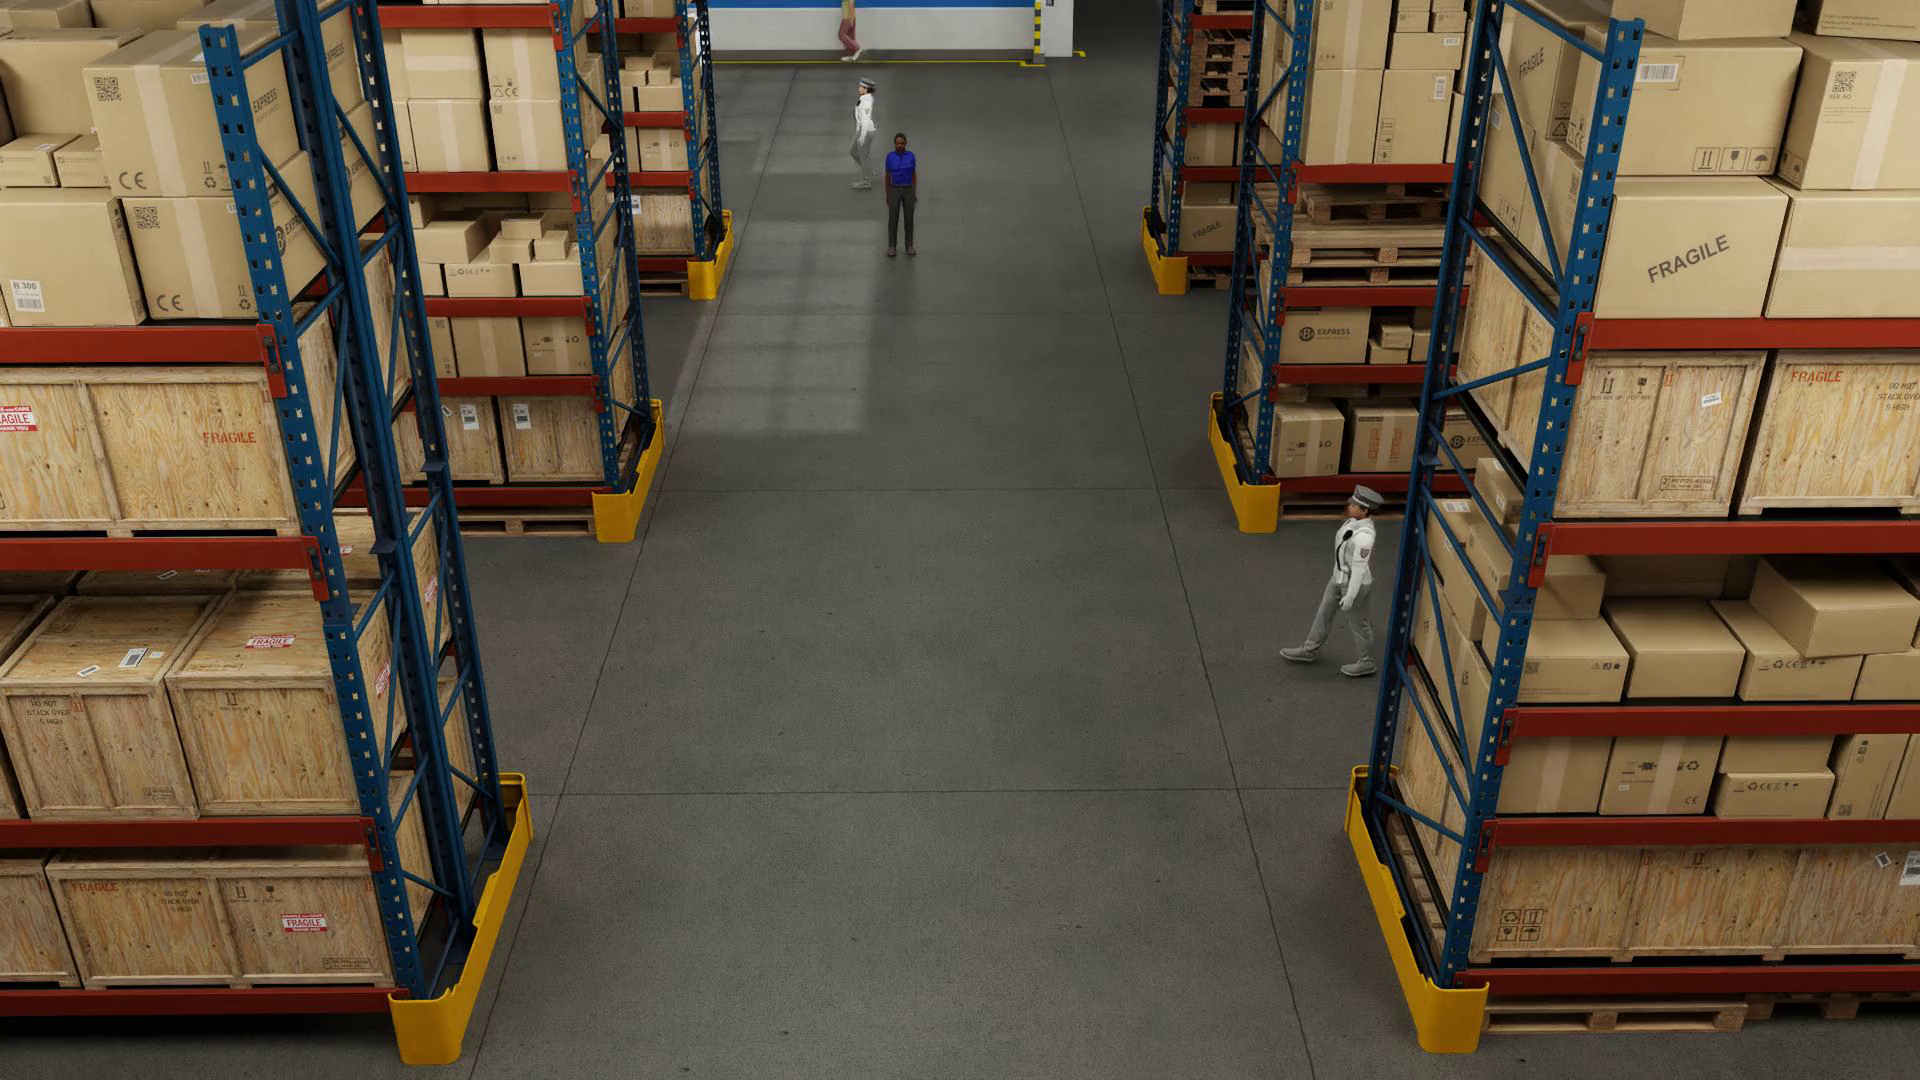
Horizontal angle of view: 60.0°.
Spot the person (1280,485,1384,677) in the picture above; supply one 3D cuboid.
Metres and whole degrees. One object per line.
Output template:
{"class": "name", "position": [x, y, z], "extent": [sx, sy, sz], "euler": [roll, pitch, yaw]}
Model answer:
{"class": "person", "position": [3.043, 0.339, 13.356], "extent": [0.771, 1.675, 0.493], "euler": [1, 28, 2]}

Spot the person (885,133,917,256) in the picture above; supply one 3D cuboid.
{"class": "person", "position": [-0.807, -4.758, 22.871], "extent": [0.443, 1.662, 0.327], "euler": [-5, 29, -8]}

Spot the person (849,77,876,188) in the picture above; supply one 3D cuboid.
{"class": "person", "position": [-1.495, -6.273, 25.633], "extent": [0.439, 1.694, 0.498], "euler": [-2, 28, -3]}

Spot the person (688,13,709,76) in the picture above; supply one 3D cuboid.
{"class": "person", "position": [-4.743, -8.488, 29.694], "extent": [0.557, 1.770, 0.388], "euler": [10, 30, 18]}

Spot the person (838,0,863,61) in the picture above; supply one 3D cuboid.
{"class": "person", "position": [-2.213, -10.486, 33.461], "extent": [0.488, 1.677, 0.498], "euler": [1, 28, 2]}
